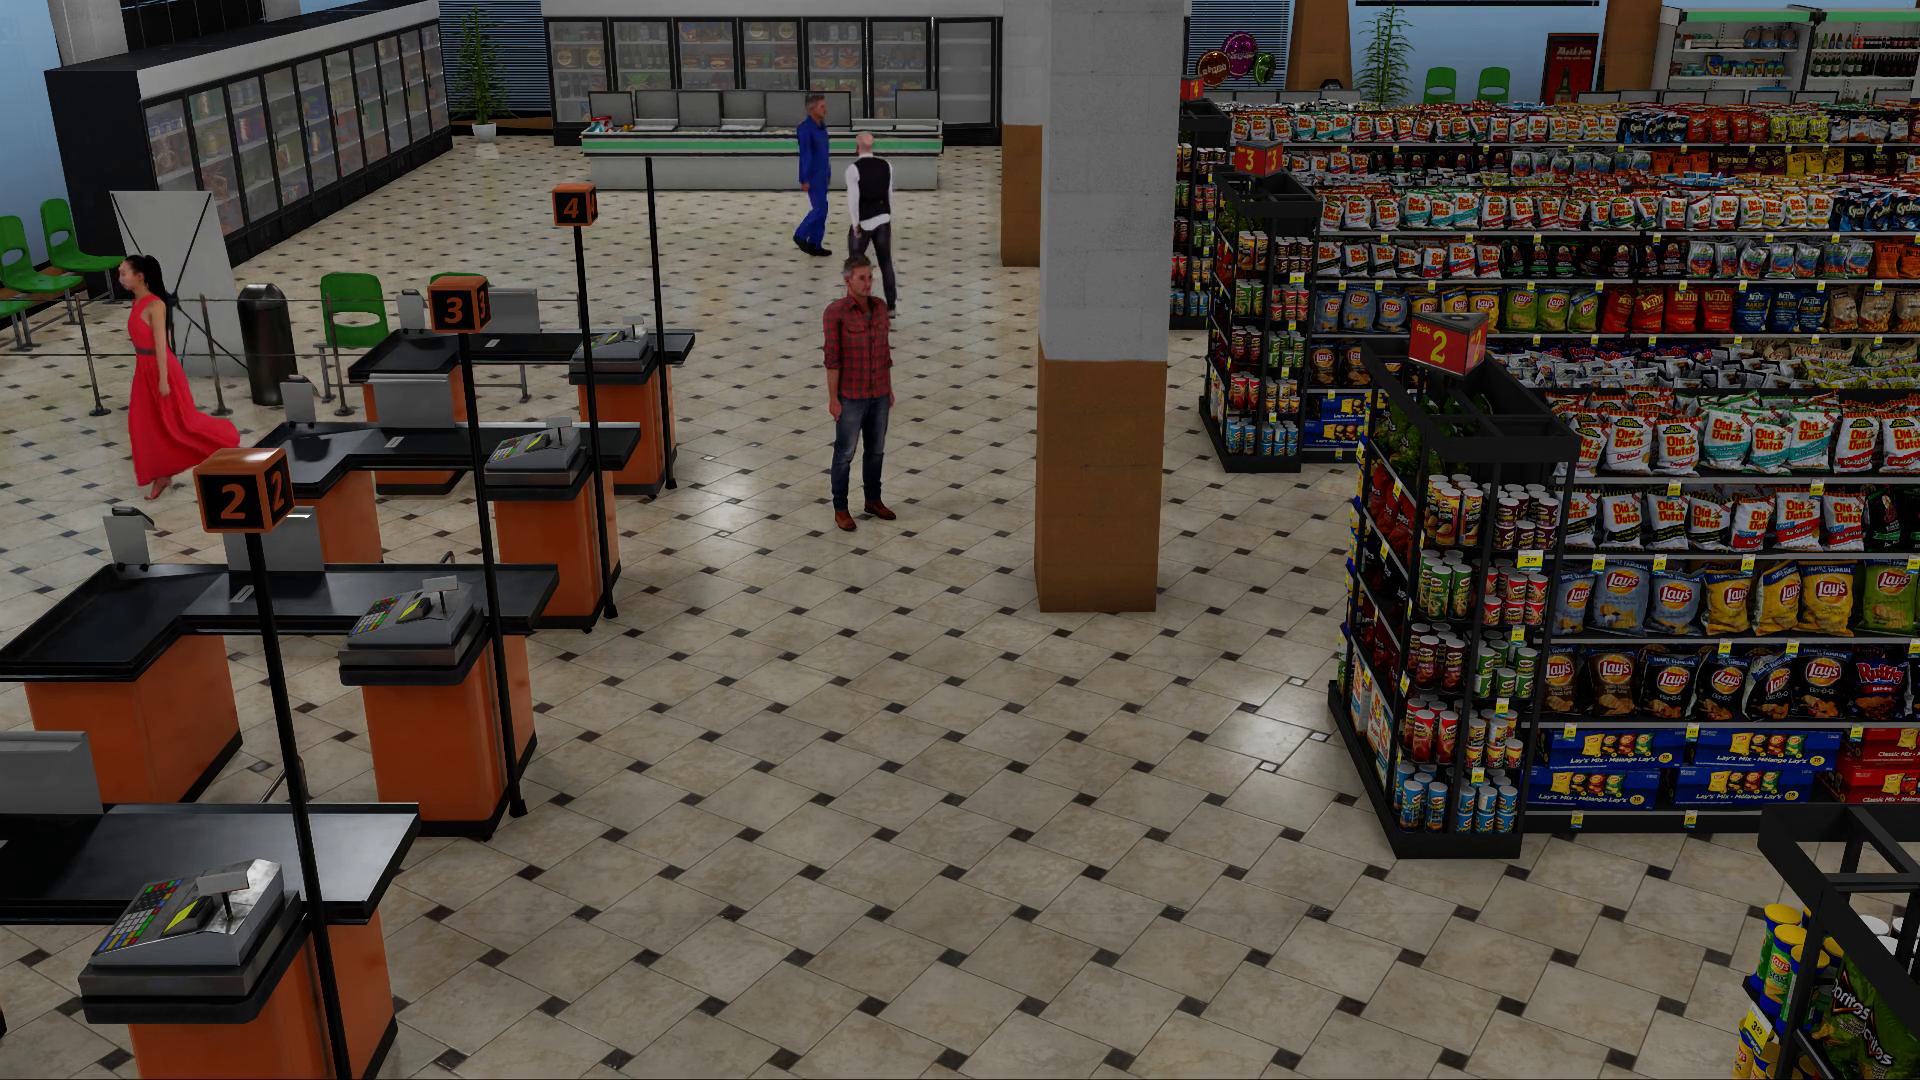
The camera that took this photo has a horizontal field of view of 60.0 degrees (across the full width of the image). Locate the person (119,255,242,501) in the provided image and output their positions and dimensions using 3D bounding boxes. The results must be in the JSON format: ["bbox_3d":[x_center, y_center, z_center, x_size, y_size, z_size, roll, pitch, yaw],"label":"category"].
[{"bbox_3d":[-5.473,-1.128,11.564,1.003,1.703,1.020,18,28,37],"label":"person"}]

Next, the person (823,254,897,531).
[{"bbox_3d":[-0.666,-0.998,11.069,0.722,1.831,0.818,-17,27,-35],"label":"person"}]

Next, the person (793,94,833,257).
[{"bbox_3d":[-1.727,-4.116,18.850,0.860,1.815,0.870,8,23,20],"label":"person"}]

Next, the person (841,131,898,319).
[{"bbox_3d":[-0.820,-3.000,16.124,1.275,1.775,1.157,-12,25,-27],"label":"person"}]
